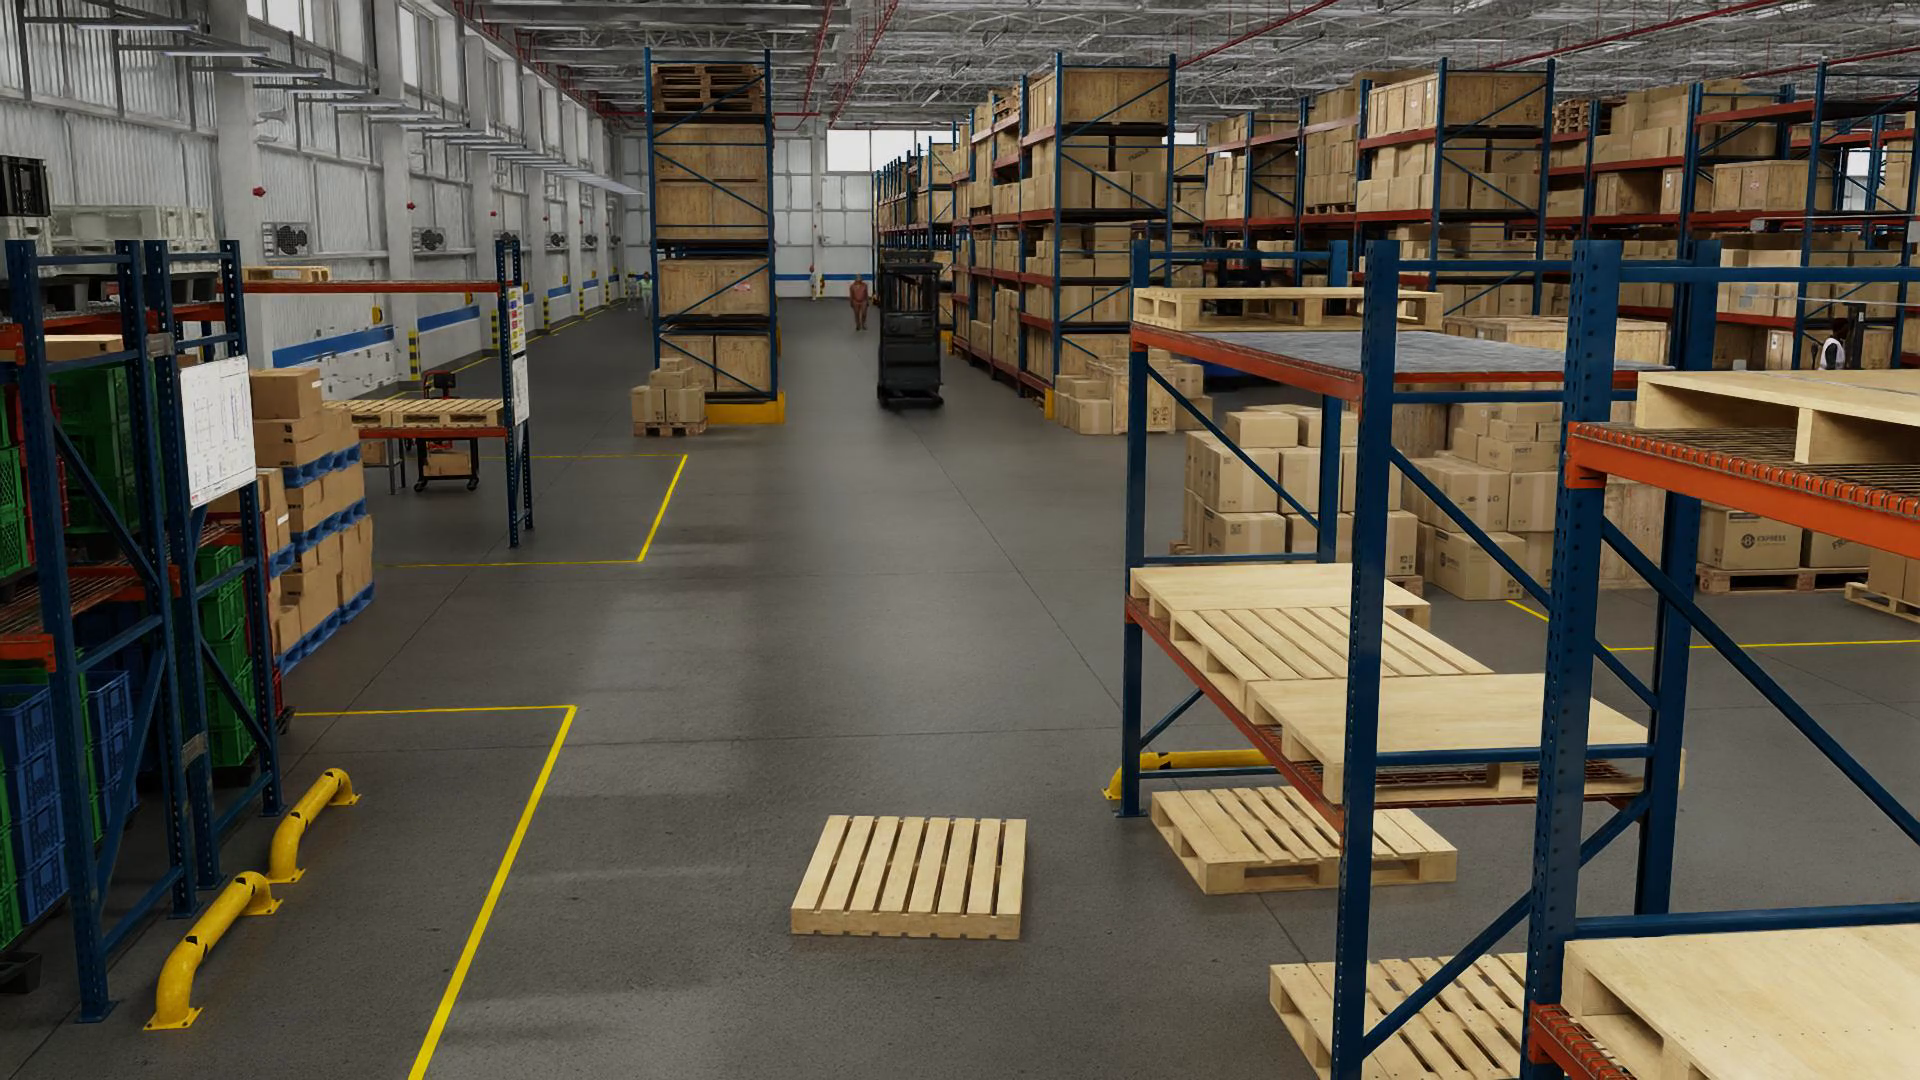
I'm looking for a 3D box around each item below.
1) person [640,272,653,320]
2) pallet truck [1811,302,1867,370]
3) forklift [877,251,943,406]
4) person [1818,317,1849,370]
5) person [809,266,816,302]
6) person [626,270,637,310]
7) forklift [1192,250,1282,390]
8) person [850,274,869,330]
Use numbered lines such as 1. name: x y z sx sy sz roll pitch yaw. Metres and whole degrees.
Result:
1. person: -11.927 -9.314 63.452 0.577 1.822 0.605 -3 11 -18
2. pallet truck: 15.846 -3.142 28.793 1.885 1.965 0.823 2 10 12
3. forklift: -0.961 -3.956 30.853 1.129 2.768 1.873 -1 10 -6
4. person: 12.803 -2.318 24.477 0.385 1.911 0.592 6 12 30
5. person: -7.275 -12.619 81.999 0.337 1.743 0.560 -2 11 -13
6. person: -14.203 -10.800 71.958 0.480 1.733 0.336 -7 12 -34
7. forklift: 5.681 -4.534 34.054 1.129 2.768 1.873 9 13 40
8. person: -3.363 -8.011 56.079 0.679 1.878 0.817 -3 11 -16
